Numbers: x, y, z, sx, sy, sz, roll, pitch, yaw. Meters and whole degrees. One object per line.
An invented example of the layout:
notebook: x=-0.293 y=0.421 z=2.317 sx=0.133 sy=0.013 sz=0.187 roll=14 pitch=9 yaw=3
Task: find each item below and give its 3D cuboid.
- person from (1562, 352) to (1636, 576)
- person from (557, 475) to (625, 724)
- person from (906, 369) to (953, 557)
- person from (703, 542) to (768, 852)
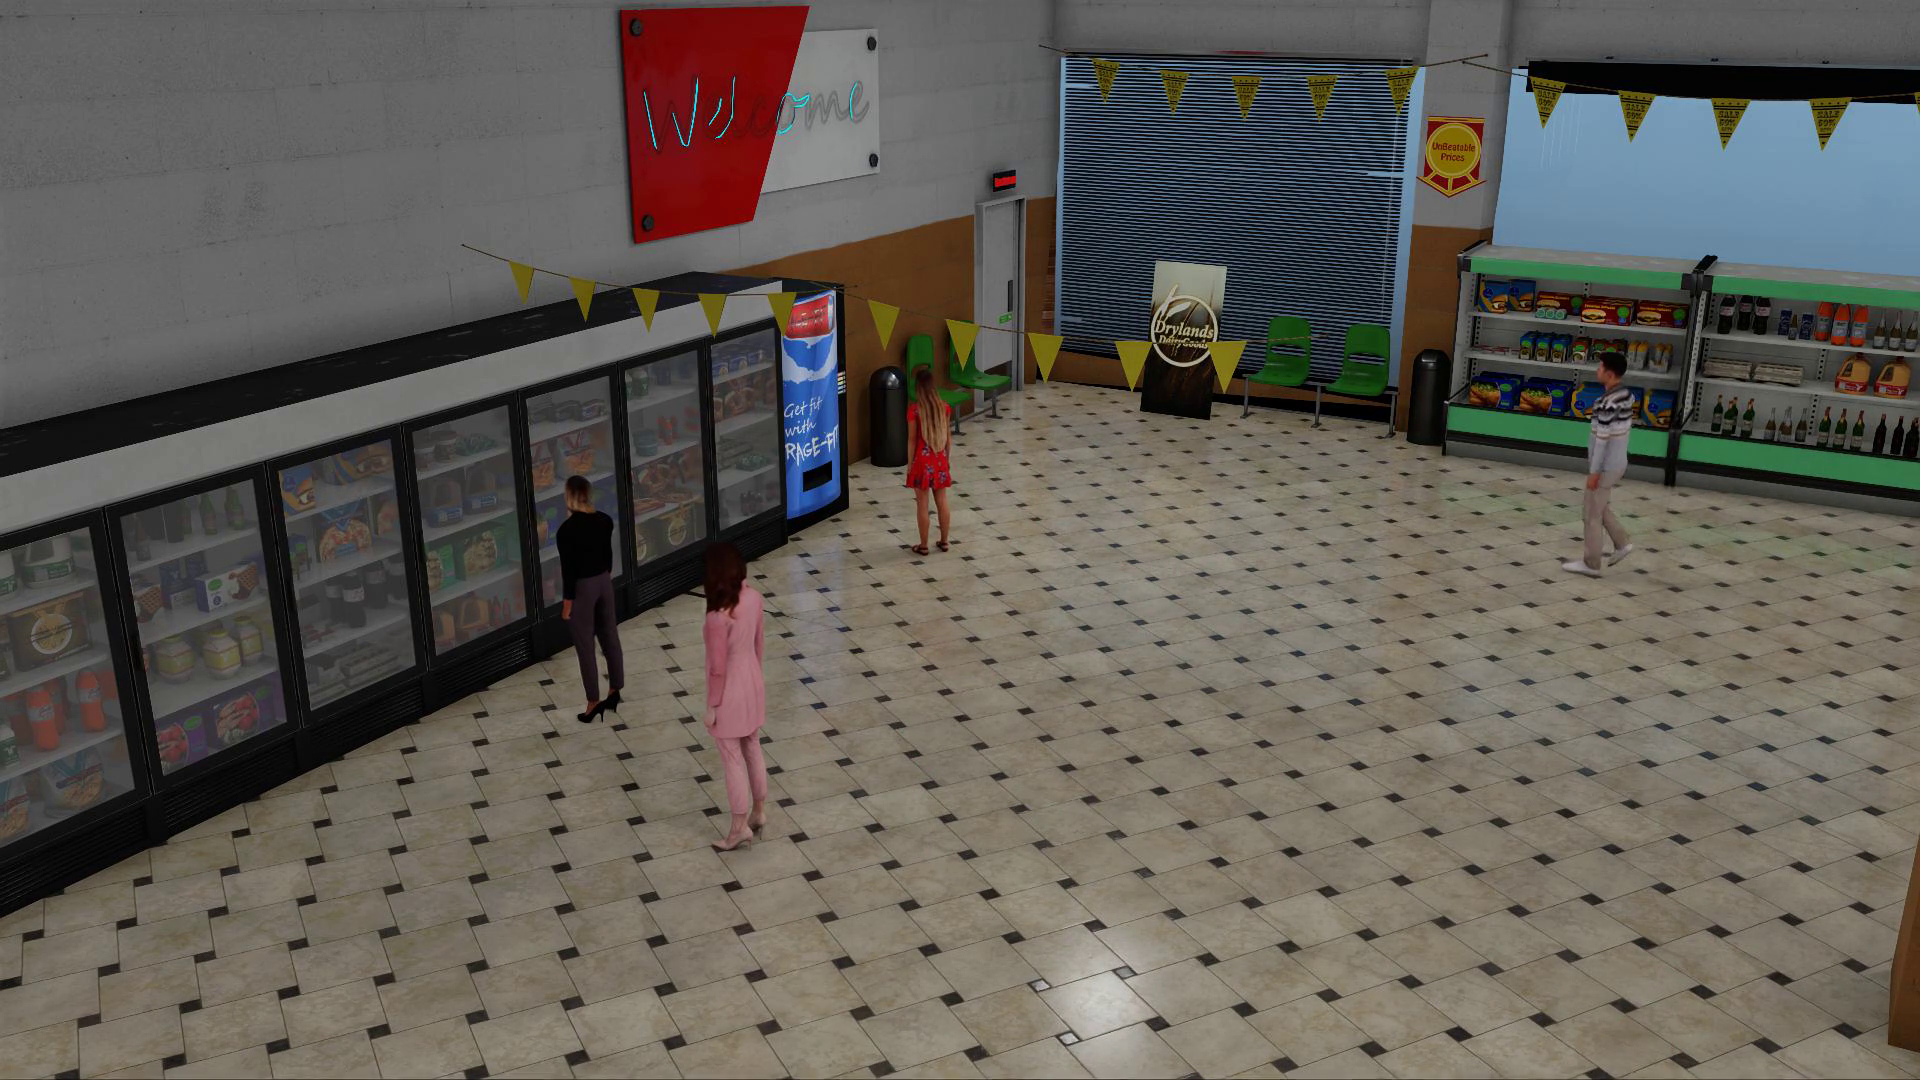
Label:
person: x=5.299 y=-0.587 z=13.434 sx=0.795 sy=1.843 sz=0.760 roll=15 pitch=24 yaw=37
person: x=-2.399 y=0.384 z=10.823 sx=0.540 sy=1.670 sz=0.601 roll=12 pitch=22 yaw=32
person: x=-0.261 y=-0.657 z=14.032 sx=0.660 sy=1.592 sz=0.697 roll=-9 pitch=20 yaw=-24
person: x=-1.231 y=0.865 z=9.189 sx=0.500 sy=1.804 sz=0.599 roll=10 pitch=21 yaw=28
